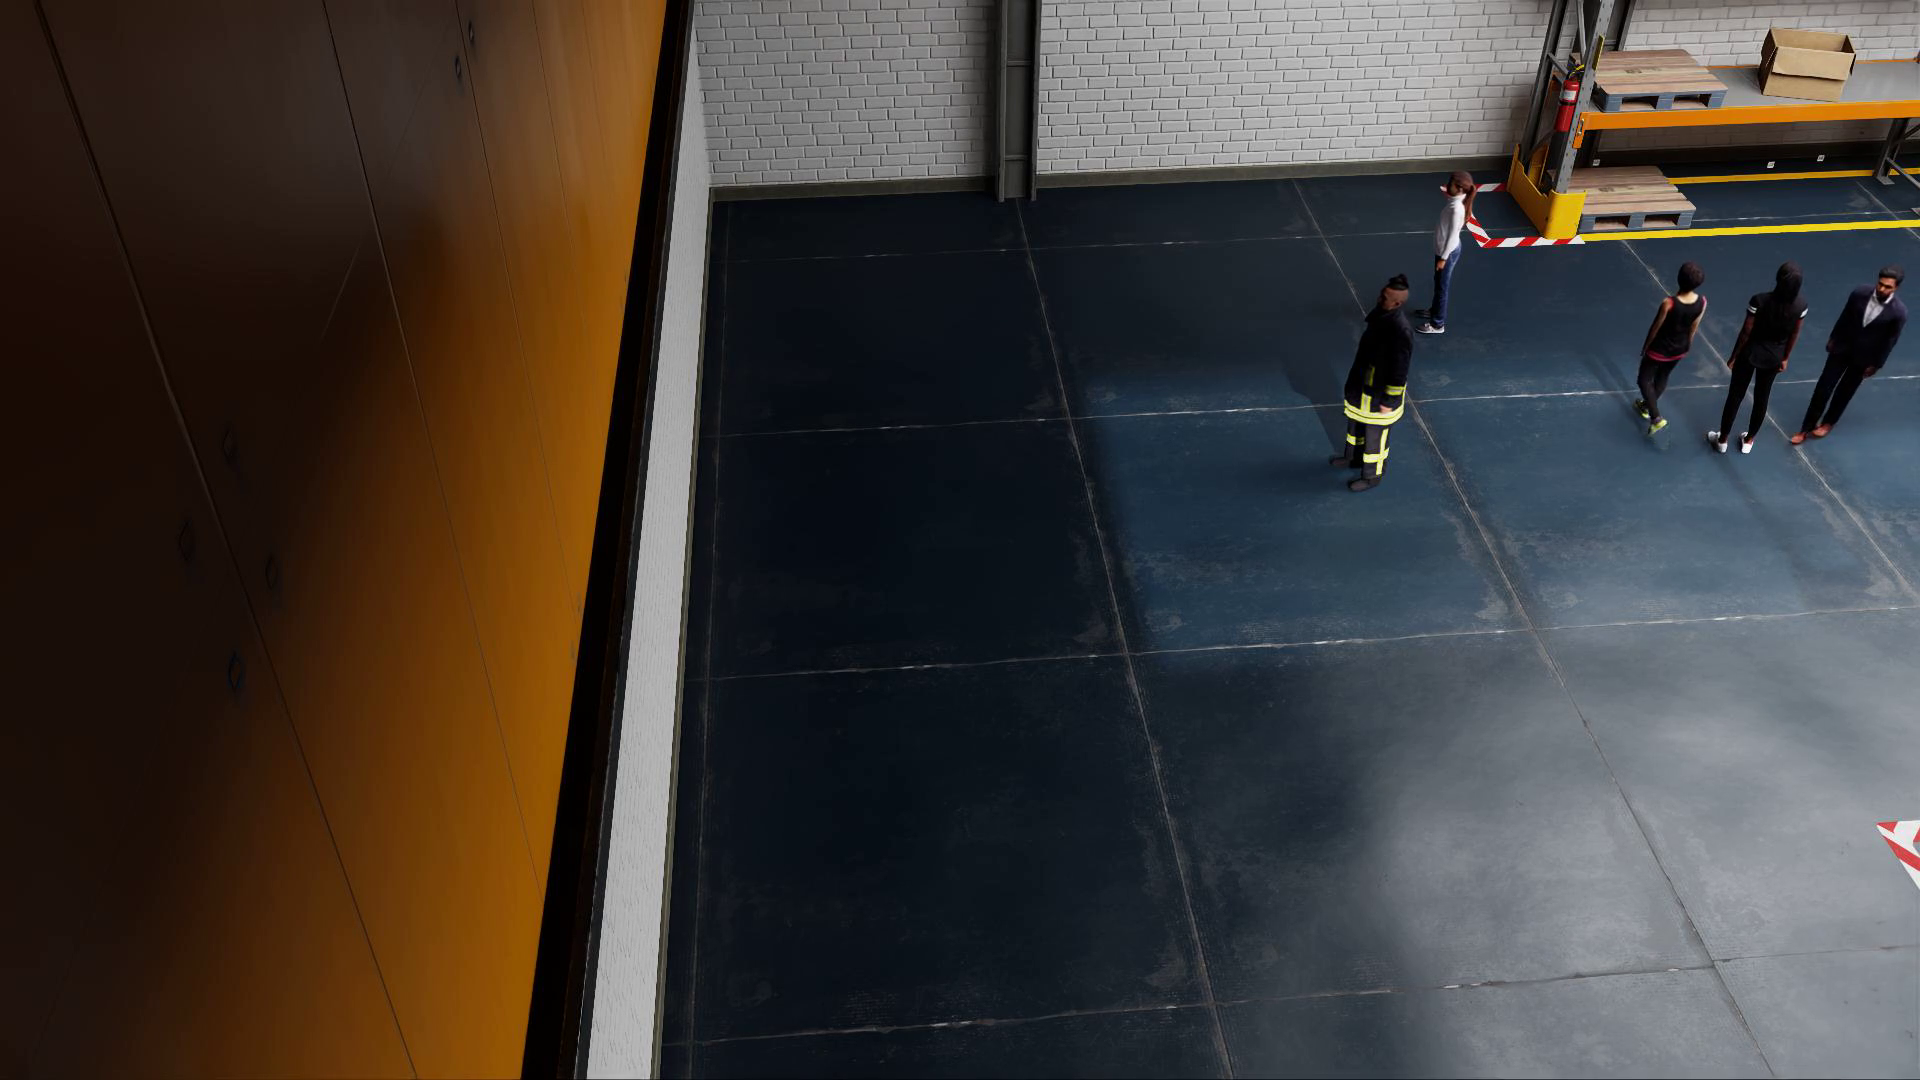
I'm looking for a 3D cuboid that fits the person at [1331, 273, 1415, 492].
[{"bbox_3d":[3.278,-1.251,13.048,0.735,1.861,0.796,-9,39,-11],"label":"person"}]

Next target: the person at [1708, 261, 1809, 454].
[{"bbox_3d":[6.462,-1.477,13.438,0.553,1.729,0.714,4,39,5],"label":"person"}]

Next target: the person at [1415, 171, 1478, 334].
[{"bbox_3d":[4.398,-2.611,14.994,0.610,1.559,0.591,8,39,10],"label":"person"}]

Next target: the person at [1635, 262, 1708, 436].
[{"bbox_3d":[5.857,-1.567,13.705,0.814,1.536,0.604,-5,39,-6],"label":"person"}]

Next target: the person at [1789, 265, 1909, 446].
[{"bbox_3d":[7.348,-1.544,13.551,0.965,1.692,0.896,-26,45,-29],"label":"person"}]
